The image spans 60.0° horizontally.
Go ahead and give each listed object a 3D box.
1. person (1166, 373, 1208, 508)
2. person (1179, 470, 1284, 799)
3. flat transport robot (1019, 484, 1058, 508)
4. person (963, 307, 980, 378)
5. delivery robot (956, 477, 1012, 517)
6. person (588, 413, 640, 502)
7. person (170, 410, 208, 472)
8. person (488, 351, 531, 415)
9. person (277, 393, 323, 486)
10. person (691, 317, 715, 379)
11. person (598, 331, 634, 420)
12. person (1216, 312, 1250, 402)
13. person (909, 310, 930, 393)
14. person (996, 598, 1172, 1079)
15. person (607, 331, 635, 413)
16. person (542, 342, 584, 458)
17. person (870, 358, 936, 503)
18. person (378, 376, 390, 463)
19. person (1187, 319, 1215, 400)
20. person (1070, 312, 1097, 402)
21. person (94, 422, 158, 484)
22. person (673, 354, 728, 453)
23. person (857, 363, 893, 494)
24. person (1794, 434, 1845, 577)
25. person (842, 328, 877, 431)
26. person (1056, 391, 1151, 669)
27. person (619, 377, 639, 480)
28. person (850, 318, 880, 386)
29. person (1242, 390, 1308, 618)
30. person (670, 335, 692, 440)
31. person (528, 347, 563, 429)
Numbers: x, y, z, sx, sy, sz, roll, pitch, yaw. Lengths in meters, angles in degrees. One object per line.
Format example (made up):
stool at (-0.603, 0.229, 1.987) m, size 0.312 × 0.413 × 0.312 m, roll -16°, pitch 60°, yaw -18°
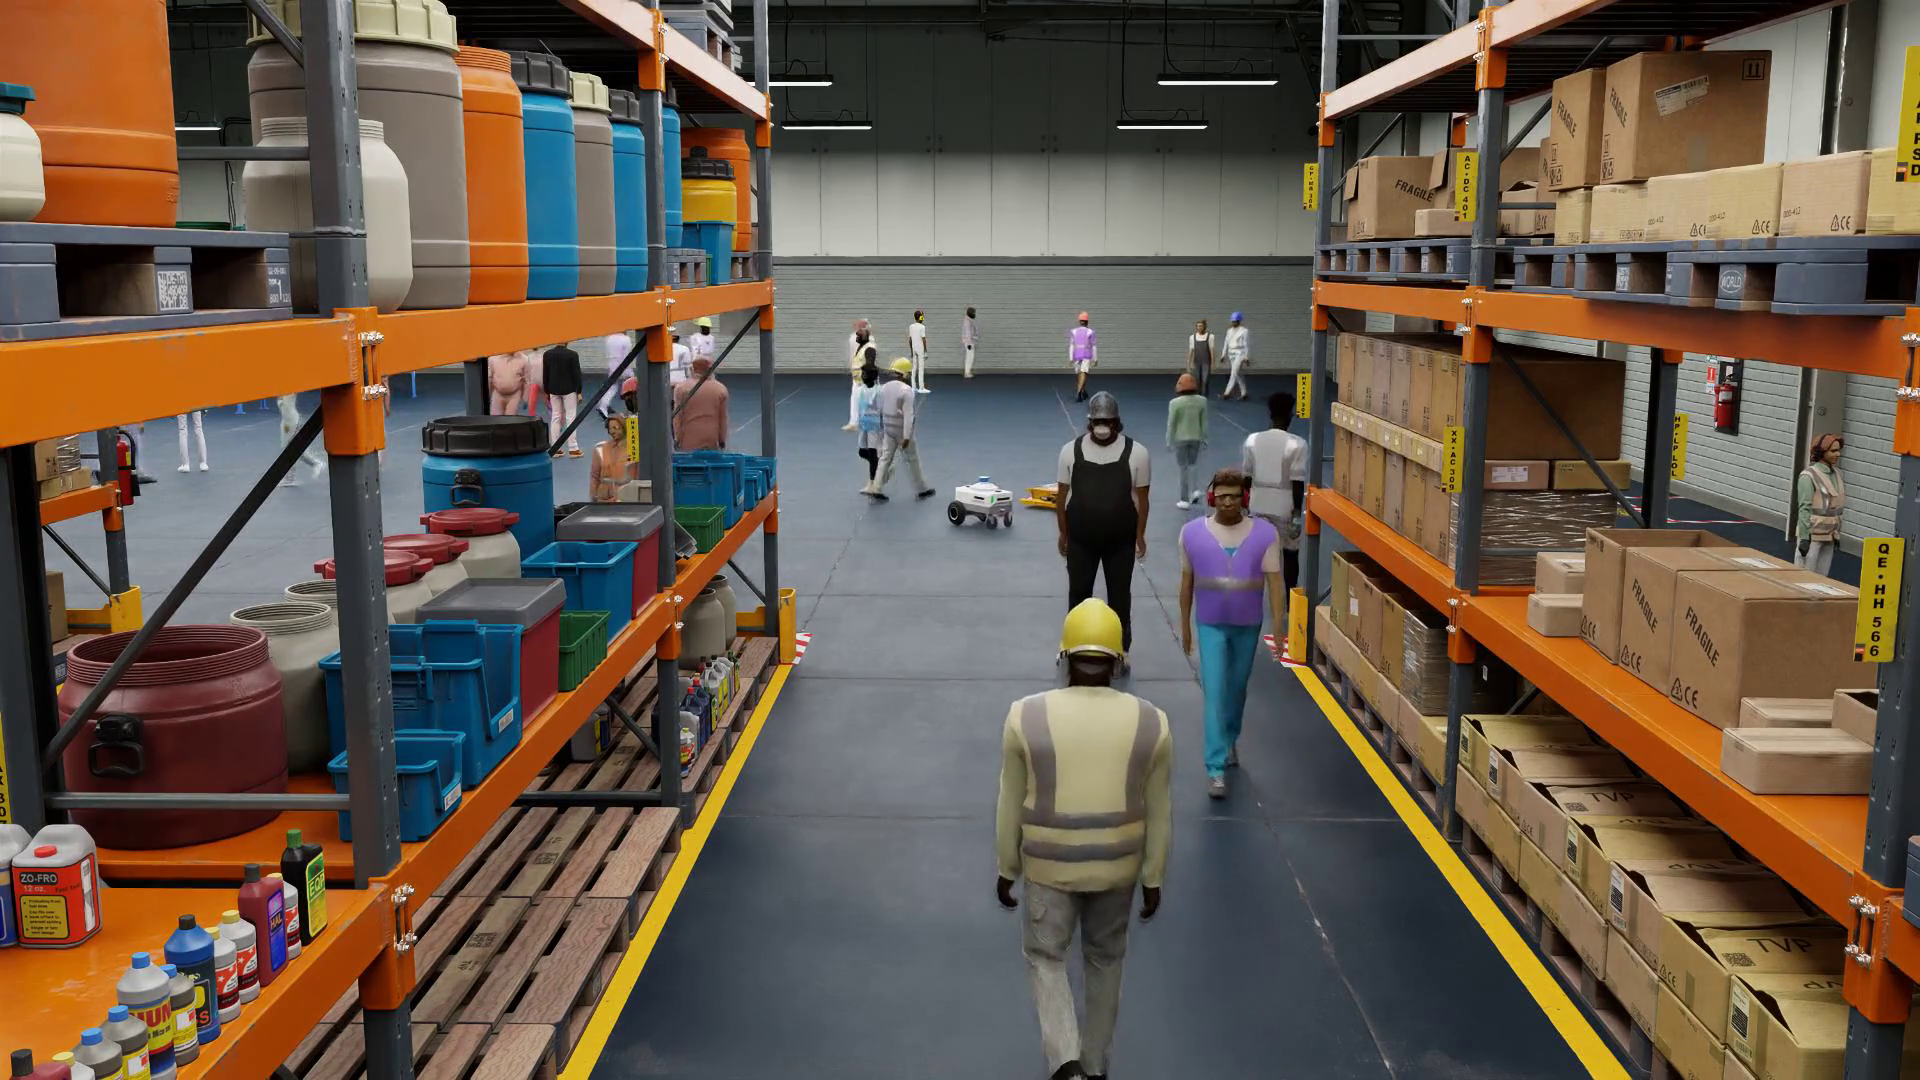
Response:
person at (2.726, -1.196, 20.045) m, size 0.529 × 1.617 × 0.348 m, roll -3°, pitch 10°, yaw -19°
person at (1.539, 0.484, 9.491) m, size 0.588 × 1.800 × 0.964 m, roll 1°, pitch 10°, yaw 4°
flat transport robot at (1.436, -0.579, 20.529) m, size 0.652 × 0.197 × 1.431 m, roll 8°, pitch 13°, yaw 41°
person at (0.300, -5.089, 42.879) m, size 0.450 × 1.806 × 0.748 m, roll 2°, pitch 10°, yaw 11°
delivery robot at (0.269, -0.471, 18.757) m, size 0.477 × 0.478 × 0.707 m, roll -8°, pitch 12°, yaw -38°
person at (-3.030, -0.310, 14.755) m, size 0.519 × 1.626 × 0.386 m, roll 3°, pitch 10°, yaw 15°
person at (-10.952, -1.906, 23.568) m, size 0.515 × 1.873 × 0.329 m, roll -6°, pitch 11°, yaw -32°
person at (-6.837, -2.169, 25.134) m, size 0.703 × 1.875 × 0.403 m, roll -2°, pitch 10°, yaw -9°
person at (-8.824, -1.584, 22.050) m, size 0.533 × 1.732 × 0.488 m, roll -4°, pitch 10°, yaw -21°
person at (-5.007, -3.441, 32.726) m, size 0.592 × 1.888 × 0.859 m, roll -9°, pitch 13°, yaw -43°
person at (-6.435, -3.199, 31.339) m, size 0.645 × 1.882 × 0.884 m, roll 7°, pitch 12°, yaw 36°
person at (5.803, -3.868, 35.243) m, size 1.002 × 1.890 × 0.611 m, roll -5°, pitch 11°, yaw -27°
person at (-0.926, -4.272, 37.780) m, size 0.509 × 1.861 × 0.328 m, roll 8°, pitch 13°, yaw 41°
person at (0.430, 1.110, 5.677) m, size 0.602 × 1.815 × 0.610 m, roll -1°, pitch 10°, yaw -5°
person at (-6.685, -3.443, 32.759) m, size 0.556 × 1.888 × 1.036 m, roll 7°, pitch 12°, yaw 37°
person at (-6.024, -2.254, 25.277) m, size 0.623 × 1.993 × 0.385 m, roll 2°, pitch 10°, yaw 14°
person at (-0.744, -1.358, 20.573) m, size 0.591 × 1.787 × 0.949 m, roll 9°, pitch 13°, yaw 43°
person at (-8.301, -1.882, 23.183) m, size 0.649 × 1.946 × 0.977 m, roll -2°, pitch 10°, yaw -12°
person at (4.818, -3.512, 33.341) m, size 0.544 × 1.814 × 0.766 m, roll 4°, pitch 10°, yaw 22°
person at (2.639, -3.921, 35.608) m, size 0.564 × 1.891 × 1.008 m, roll 4°, pitch 10°, yaw 21°
person at (-11.118, -1.567, 22.044) m, size 0.532 × 1.716 × 0.815 m, roll 7°, pitch 12°, yaw 36°
person at (-3.003, -1.210, 19.351) m, size 0.657 × 1.887 × 0.545 m, roll -5°, pitch 11°, yaw -28°
person at (-1.083, -1.446, 21.394) m, size 0.541 × 1.682 × 0.537 m, roll -8°, pitch 13°, yaw -41°
person at (6.653, -0.010, 12.901) m, size 0.523 × 1.639 × 0.306 m, roll -7°, pitch 12°, yaw -35°
person at (-1.636, -2.842, 29.361) m, size 0.861 × 1.812 × 0.632 m, roll -5°, pitch 11°, yaw -25°
person at (1.025, -0.048, 12.058) m, size 0.686 × 2.000 × 0.536 m, roll 1°, pitch 10°, yaw 8°
person at (-3.040, -0.579, 15.617) m, size 0.880 × 1.876 × 0.578 m, roll 2°, pitch 10°, yaw 11°
person at (-1.795, -3.275, 31.680) m, size 0.670 × 1.894 × 0.432 m, roll 9°, pitch 13°, yaw 44°
person at (2.548, -0.268, 13.635) m, size 0.618 × 1.922 × 0.997 m, roll 8°, pitch 12°, yaw 38°
person at (-4.779, -2.675, 28.057) m, size 0.564 × 1.906 × 0.791 m, roll 1°, pitch 10°, yaw 4°
person at (-7.240, -2.720, 28.844) m, size 0.528 × 1.732 × 0.838 m, roll 5°, pitch 11°, yaw 26°
